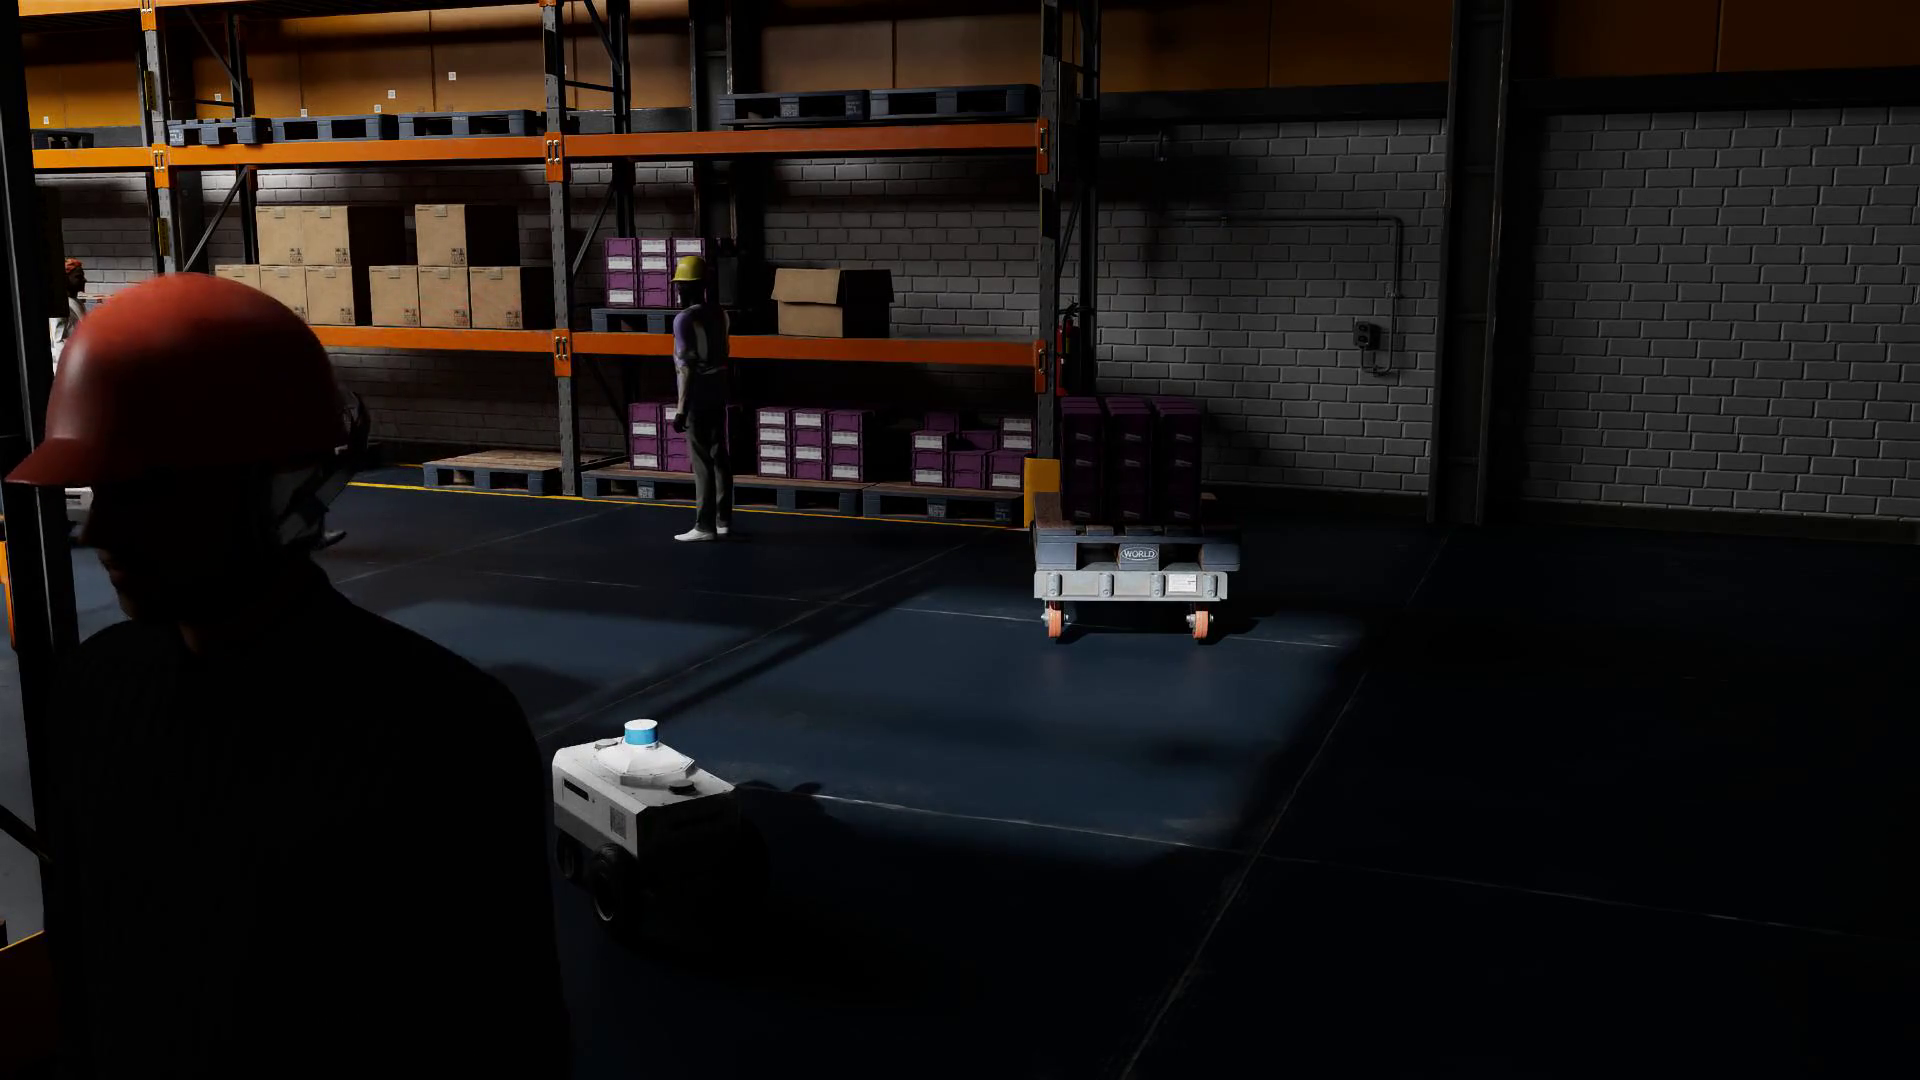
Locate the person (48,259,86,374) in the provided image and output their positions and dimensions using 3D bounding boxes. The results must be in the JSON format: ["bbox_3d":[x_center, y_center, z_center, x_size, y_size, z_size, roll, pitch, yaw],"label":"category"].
[{"bbox_3d":[-7.287,-1.368,13.725,0.356,1.883,0.573,-2,10,-11],"label":"person"}]

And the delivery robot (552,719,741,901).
[{"bbox_3d":[-0.973,0.795,5.109,0.477,0.478,0.707,-7,13,-36],"label":"delivery robot"}]

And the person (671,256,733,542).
[{"bbox_3d":[-1.758,-0.944,11.233,0.385,1.928,0.589,4,11,22],"label":"person"}]

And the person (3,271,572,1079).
[{"bbox_3d":[-0.701,0.728,1.731,0.622,1.992,0.396,4,11,21],"label":"person"}]

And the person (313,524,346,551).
[{"bbox_3d":[-4.440,-0.689,10.708,0.863,1.590,0.541,3,11,17],"label":"person"}]

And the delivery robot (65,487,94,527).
[{"bbox_3d":[-5.989,-0.287,11.138,0.707,0.478,0.477,1,10,5],"label":"delivery robot"}]
